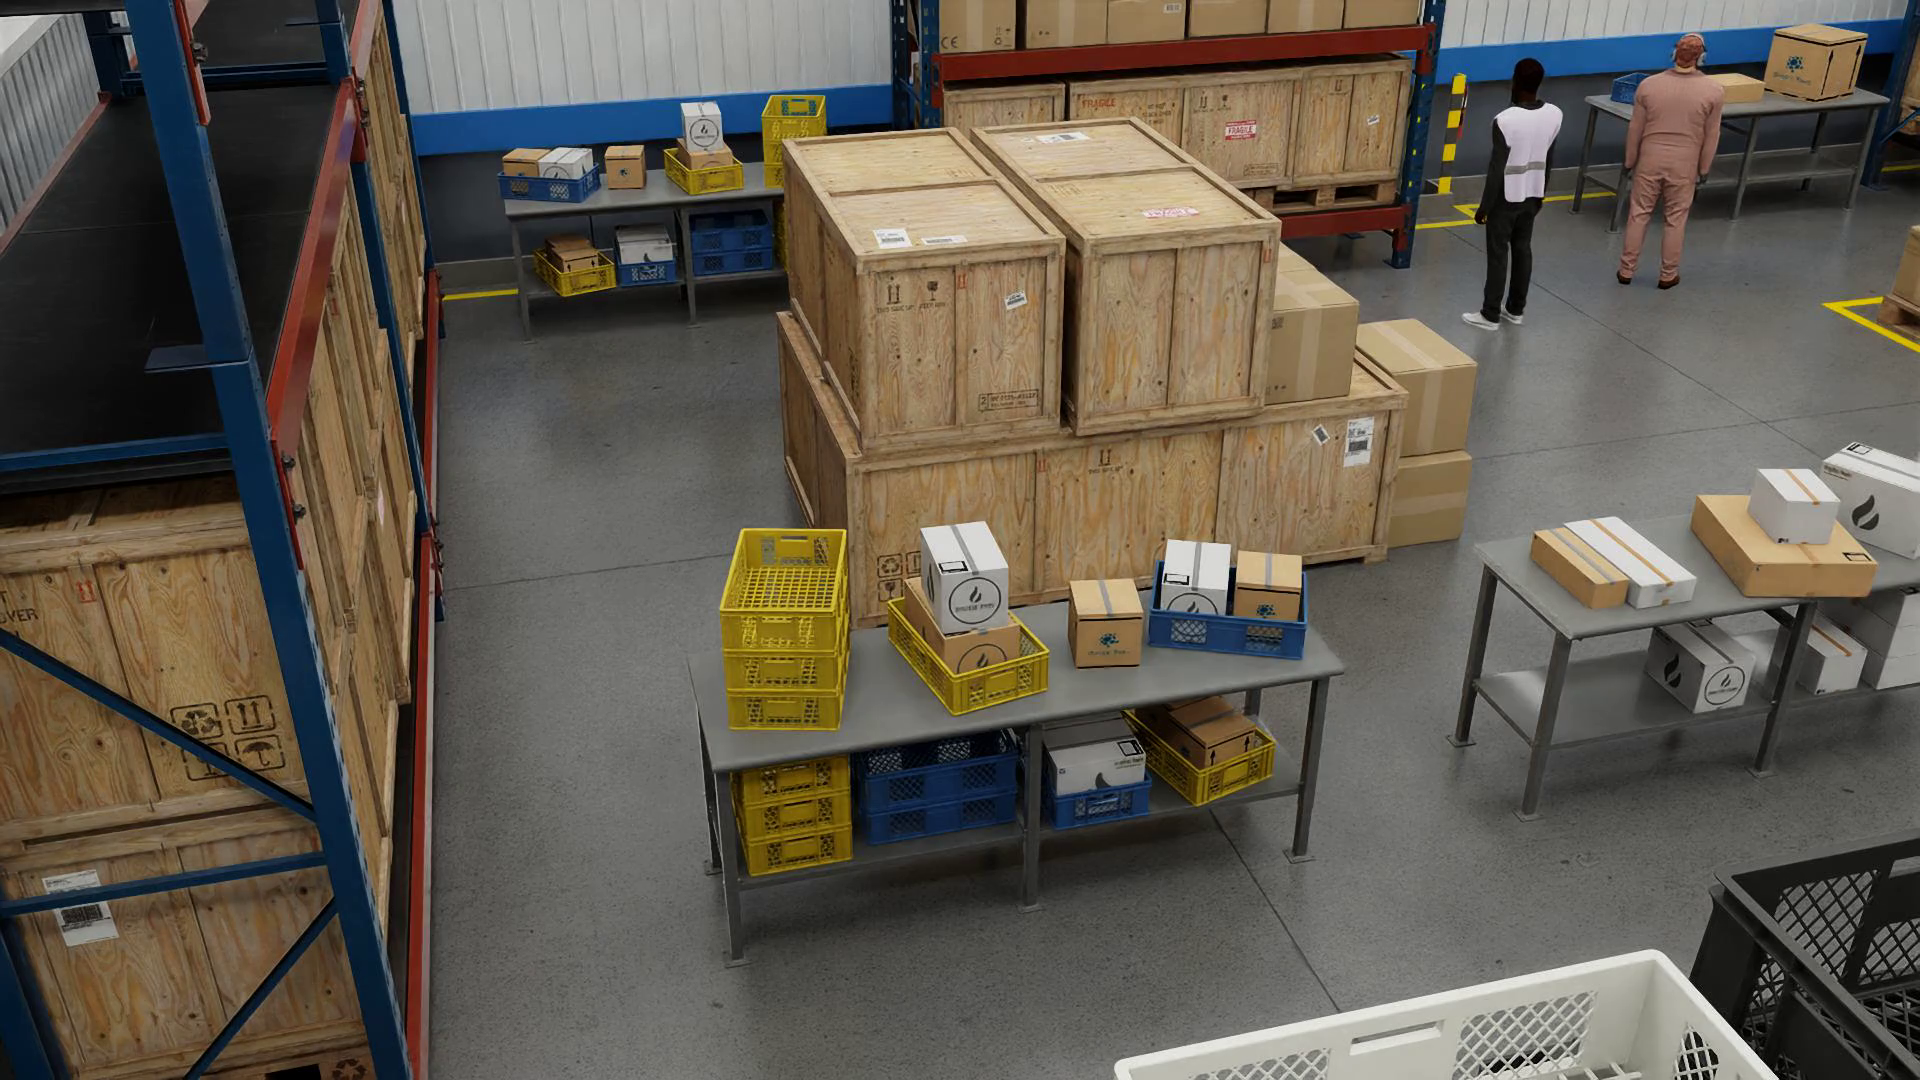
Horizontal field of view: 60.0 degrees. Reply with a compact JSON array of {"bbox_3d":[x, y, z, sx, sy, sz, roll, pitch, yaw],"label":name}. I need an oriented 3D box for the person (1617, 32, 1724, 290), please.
[{"bbox_3d":[5.361,-2.858,12.592,0.636,1.911,0.405,14,32,24],"label":"person"}]

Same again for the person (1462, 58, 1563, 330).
[{"bbox_3d":[3.945,-2.439,11.823,0.597,1.915,0.371,-14,32,-24],"label":"person"}]
